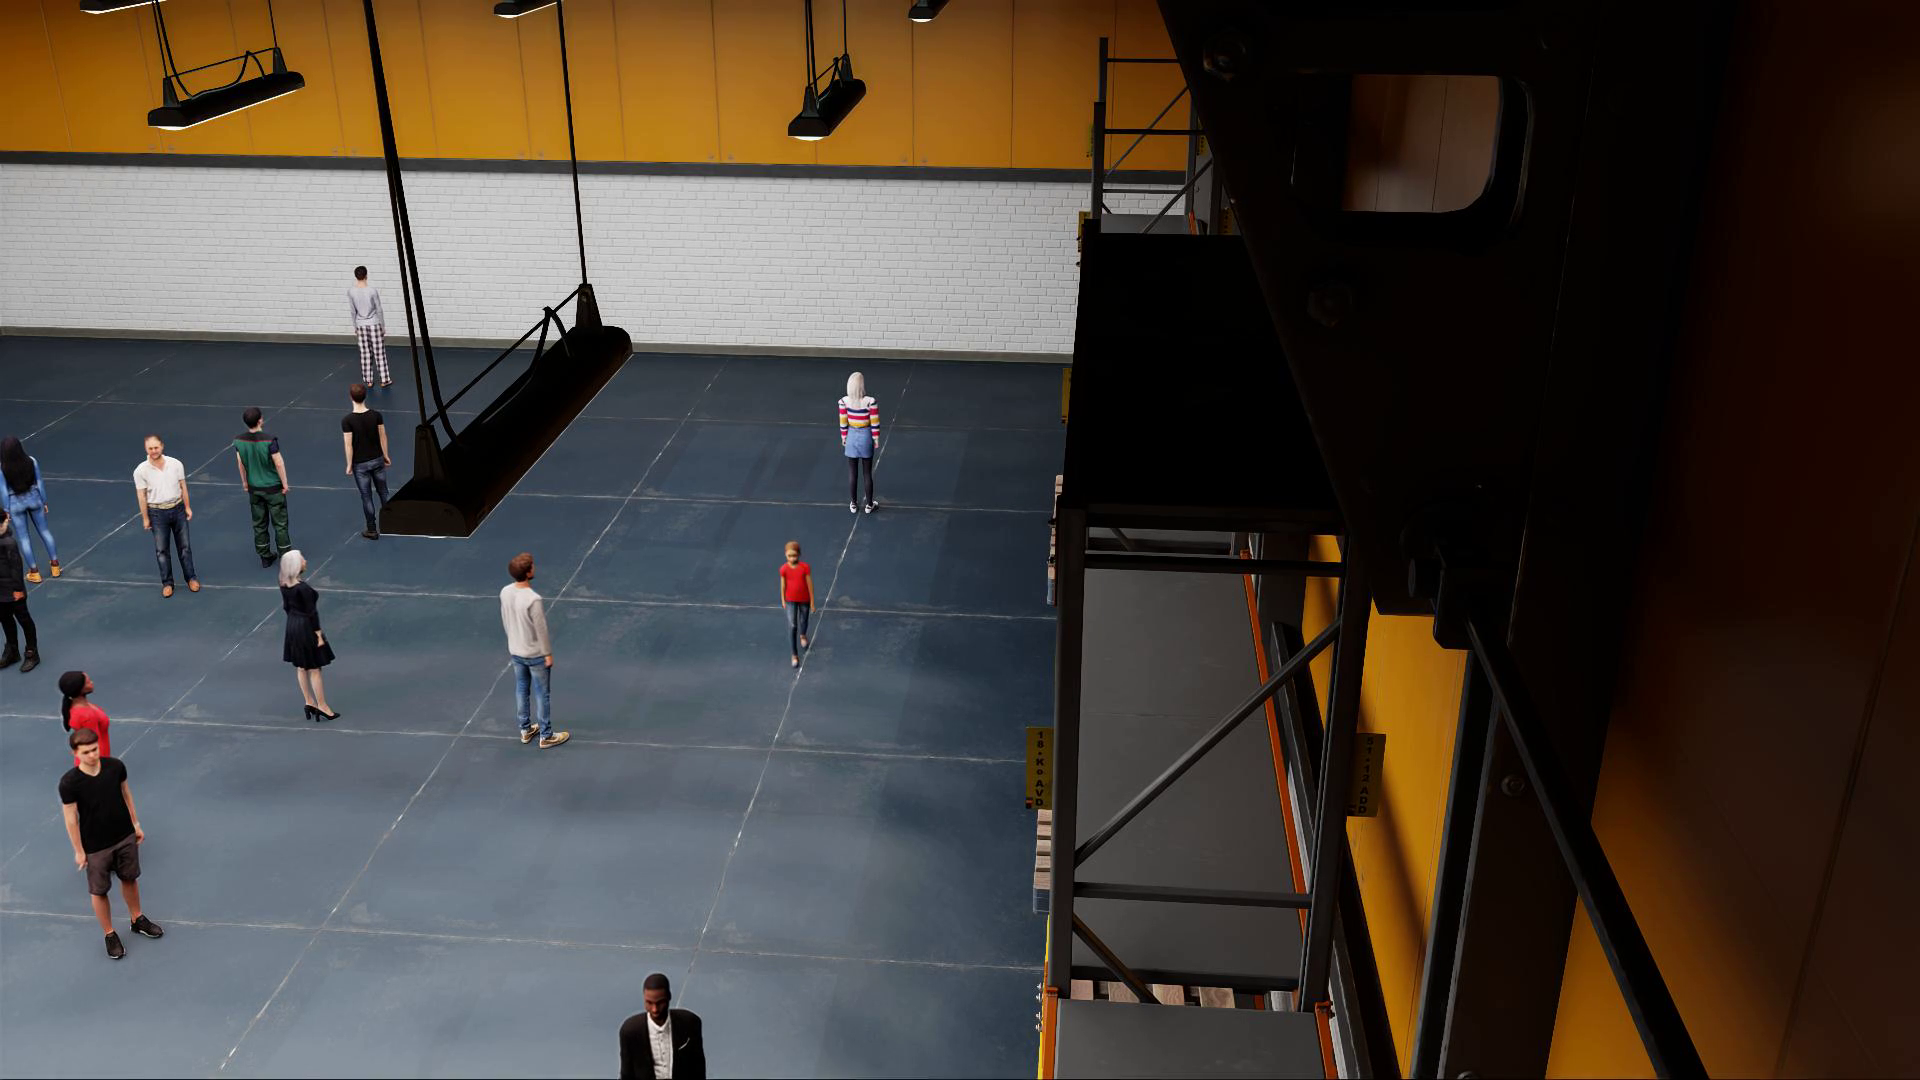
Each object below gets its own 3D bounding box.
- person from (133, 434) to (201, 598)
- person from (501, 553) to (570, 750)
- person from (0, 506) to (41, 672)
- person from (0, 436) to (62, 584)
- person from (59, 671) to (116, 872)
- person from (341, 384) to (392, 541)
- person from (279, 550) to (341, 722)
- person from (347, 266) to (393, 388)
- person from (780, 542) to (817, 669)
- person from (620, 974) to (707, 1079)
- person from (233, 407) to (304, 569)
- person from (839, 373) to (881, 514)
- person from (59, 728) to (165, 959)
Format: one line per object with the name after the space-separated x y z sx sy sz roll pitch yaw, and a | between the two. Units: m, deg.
-8.772 -0.310 18.398 0.754 1.855 0.775 -13 27 -28 | person
-3.964 1.013 15.312 0.746 1.902 0.730 13 27 28 | person
-9.620 0.448 16.756 0.663 1.781 0.652 6 24 14 | person
-10.491 -0.359 18.690 0.660 1.711 0.734 -21 31 -39 | person
-7.042 1.862 13.520 0.794 1.784 0.741 -21 31 -39 | person
-7.039 -0.937 19.783 0.749 1.895 0.802 -18 29 -35 | person
-6.197 0.897 15.772 0.697 1.747 0.719 16 28 32 | person
-8.909 -3.221 25.066 0.648 1.847 0.566 -1 24 -2 | person
-1.653 0.595 17.046 0.622 1.280 0.950 -3 24 -7 | person
-1.779 3.374 10.040 0.716 1.799 0.664 -5 24 -11 | person
-7.953 -0.610 19.030 0.677 1.899 0.548 2 24 6 | person
-1.239 -1.211 20.517 0.665 1.809 0.534 4 24 8 | person
-6.453 2.234 12.570 0.837 1.862 0.733 18 29 35 | person
